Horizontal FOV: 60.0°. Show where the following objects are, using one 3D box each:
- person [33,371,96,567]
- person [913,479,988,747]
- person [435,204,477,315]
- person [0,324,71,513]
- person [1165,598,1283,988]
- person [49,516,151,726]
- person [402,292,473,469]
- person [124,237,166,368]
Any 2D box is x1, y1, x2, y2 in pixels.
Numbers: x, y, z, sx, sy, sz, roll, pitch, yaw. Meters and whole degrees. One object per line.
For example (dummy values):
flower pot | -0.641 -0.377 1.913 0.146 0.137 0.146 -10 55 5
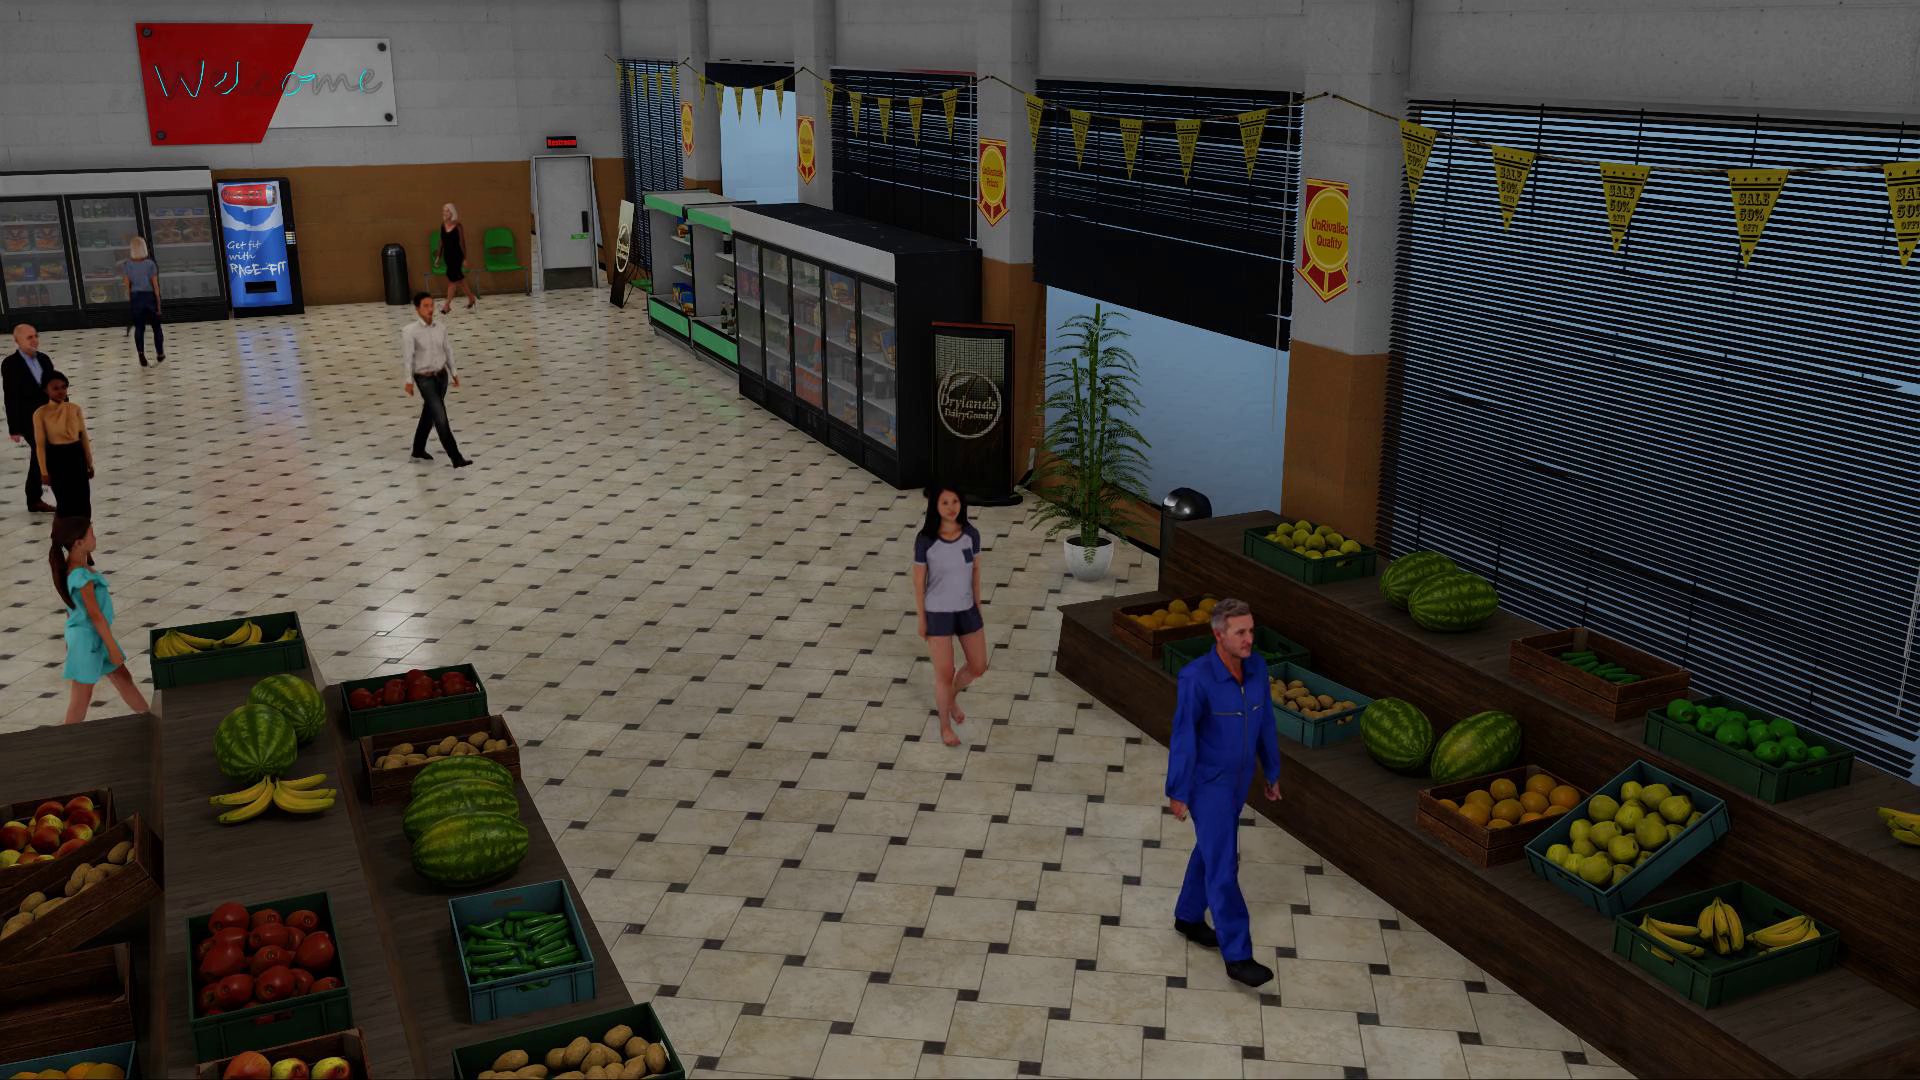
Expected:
person | -7.432 -0.592 13.785 0.837 1.644 0.749 12 20 33
person | -0.090 0.428 10.348 0.594 1.690 0.622 -8 19 -24
person | -7.962 -4.437 26.355 1.103 1.699 1.038 10 20 30
person | -8.483 -1.074 15.163 1.139 1.767 1.109 4 17 13
person | 1.157 1.118 7.877 0.917 1.806 1.071 -14 22 -38
person | -5.296 0.633 9.959 0.754 1.525 0.973 -13 21 -36
person | -5.430 -1.605 16.923 1.287 1.760 1.073 11 20 33
person | -10.852 -3.132 22.068 0.702 1.693 1.106 -5 18 -15
